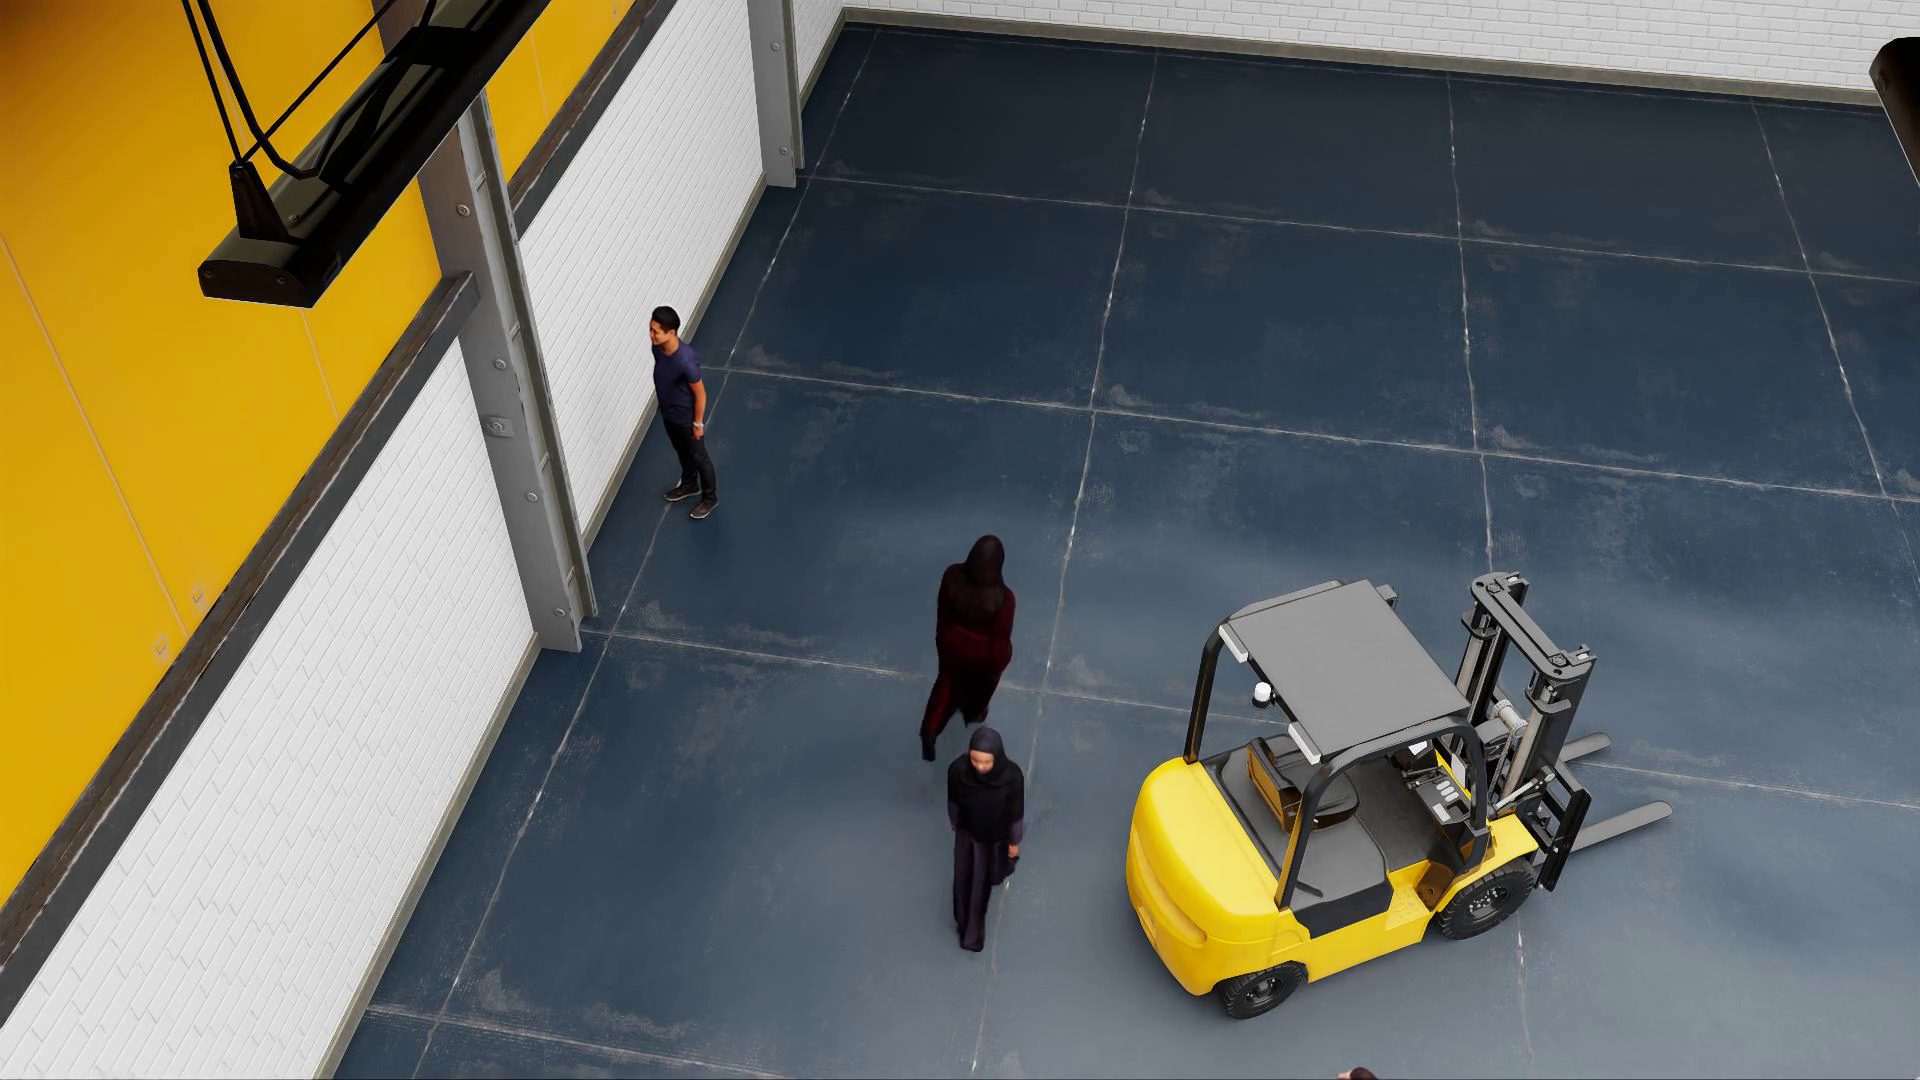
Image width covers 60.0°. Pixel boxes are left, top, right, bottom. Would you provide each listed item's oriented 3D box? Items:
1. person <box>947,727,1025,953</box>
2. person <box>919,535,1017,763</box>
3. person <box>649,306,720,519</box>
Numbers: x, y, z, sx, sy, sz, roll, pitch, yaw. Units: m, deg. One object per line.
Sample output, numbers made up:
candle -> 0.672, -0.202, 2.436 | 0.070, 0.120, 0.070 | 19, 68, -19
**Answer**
person -> 0.173, 1.540, 9.357 | 0.625, 1.592, 1.041 | 4, 44, 4
person -> 0.043, 0.707, 10.134 | 0.888, 1.728, 1.038 | 22, 48, 21
person -> -1.963, -0.924, 11.800 | 0.732, 1.791, 0.719 | -34, 53, -30
